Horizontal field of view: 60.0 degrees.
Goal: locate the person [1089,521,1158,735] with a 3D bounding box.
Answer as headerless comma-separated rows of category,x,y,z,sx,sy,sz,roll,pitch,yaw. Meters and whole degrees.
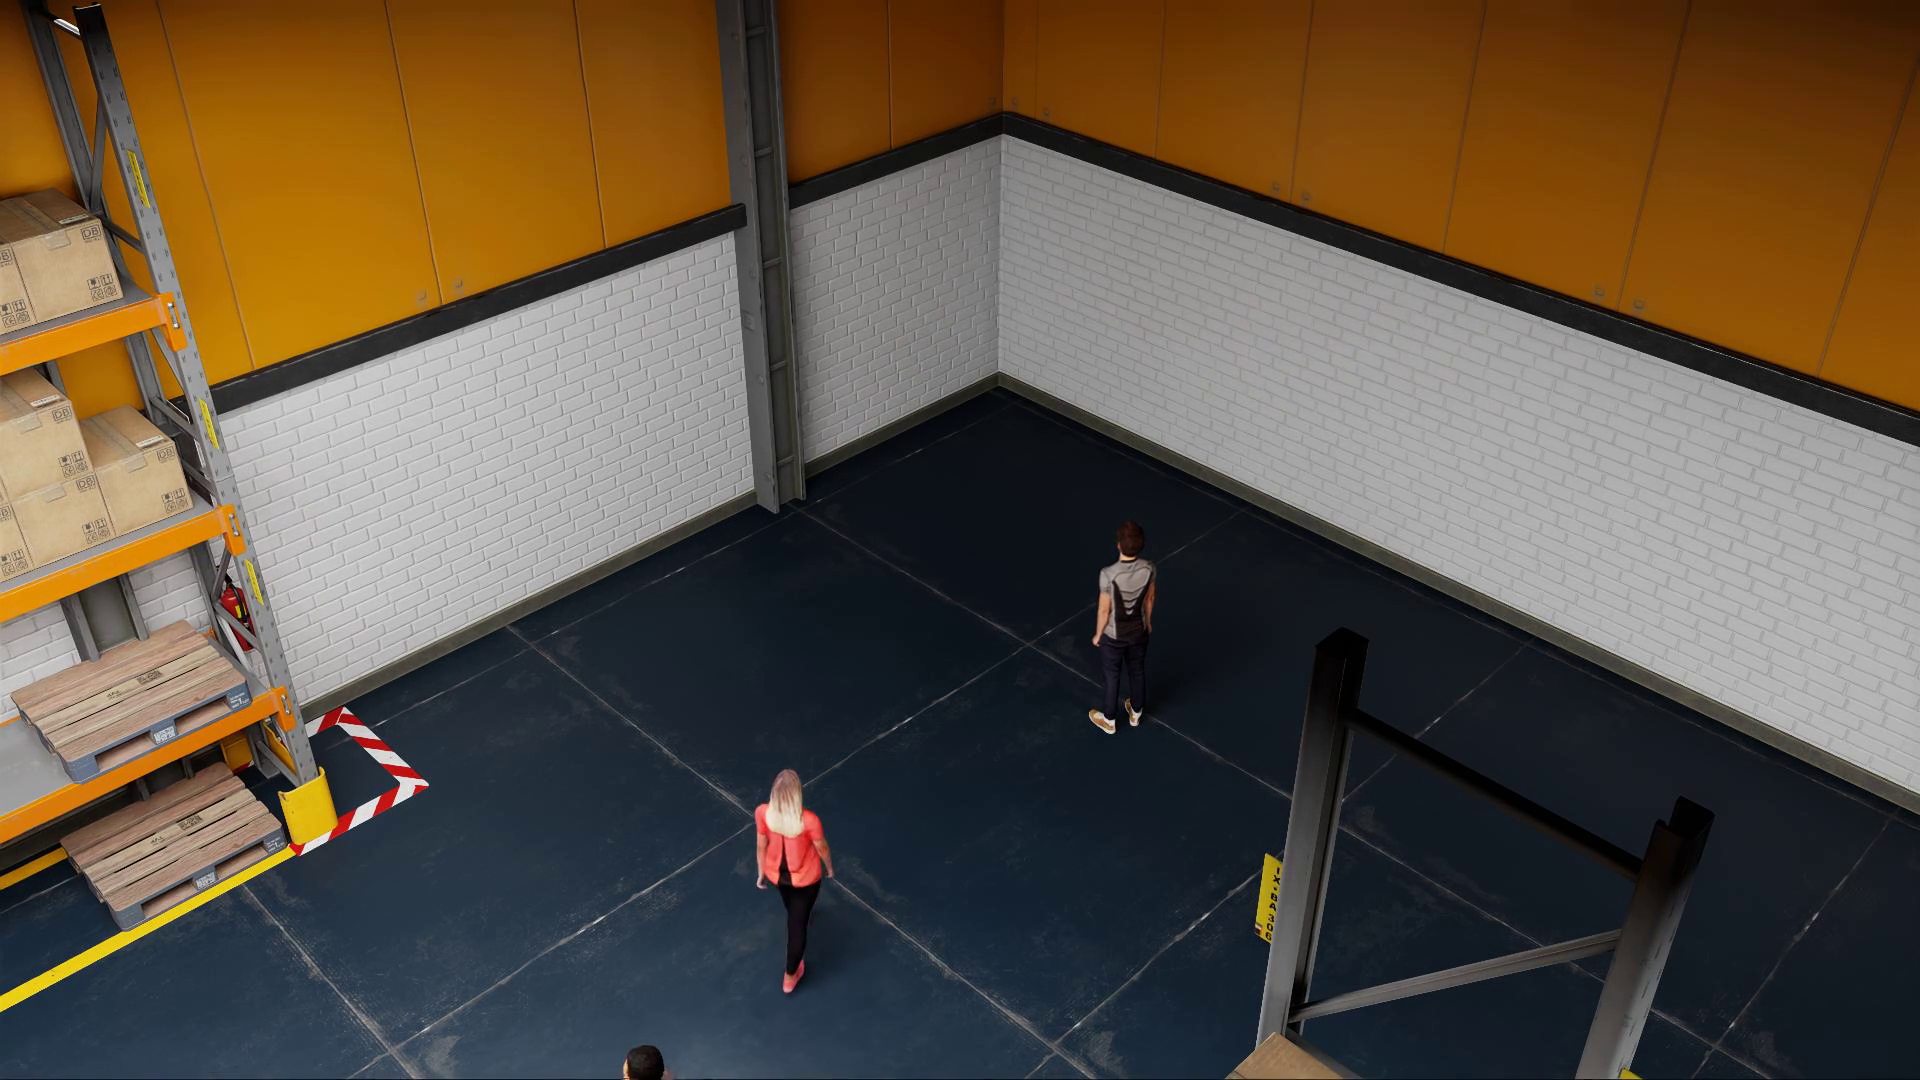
person,1.265,0.671,12.764,0.651,1.897,0.783,-12,35,-17

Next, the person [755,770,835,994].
person,-1.103,2.220,10.645,0.922,1.662,1.113,9,35,13
